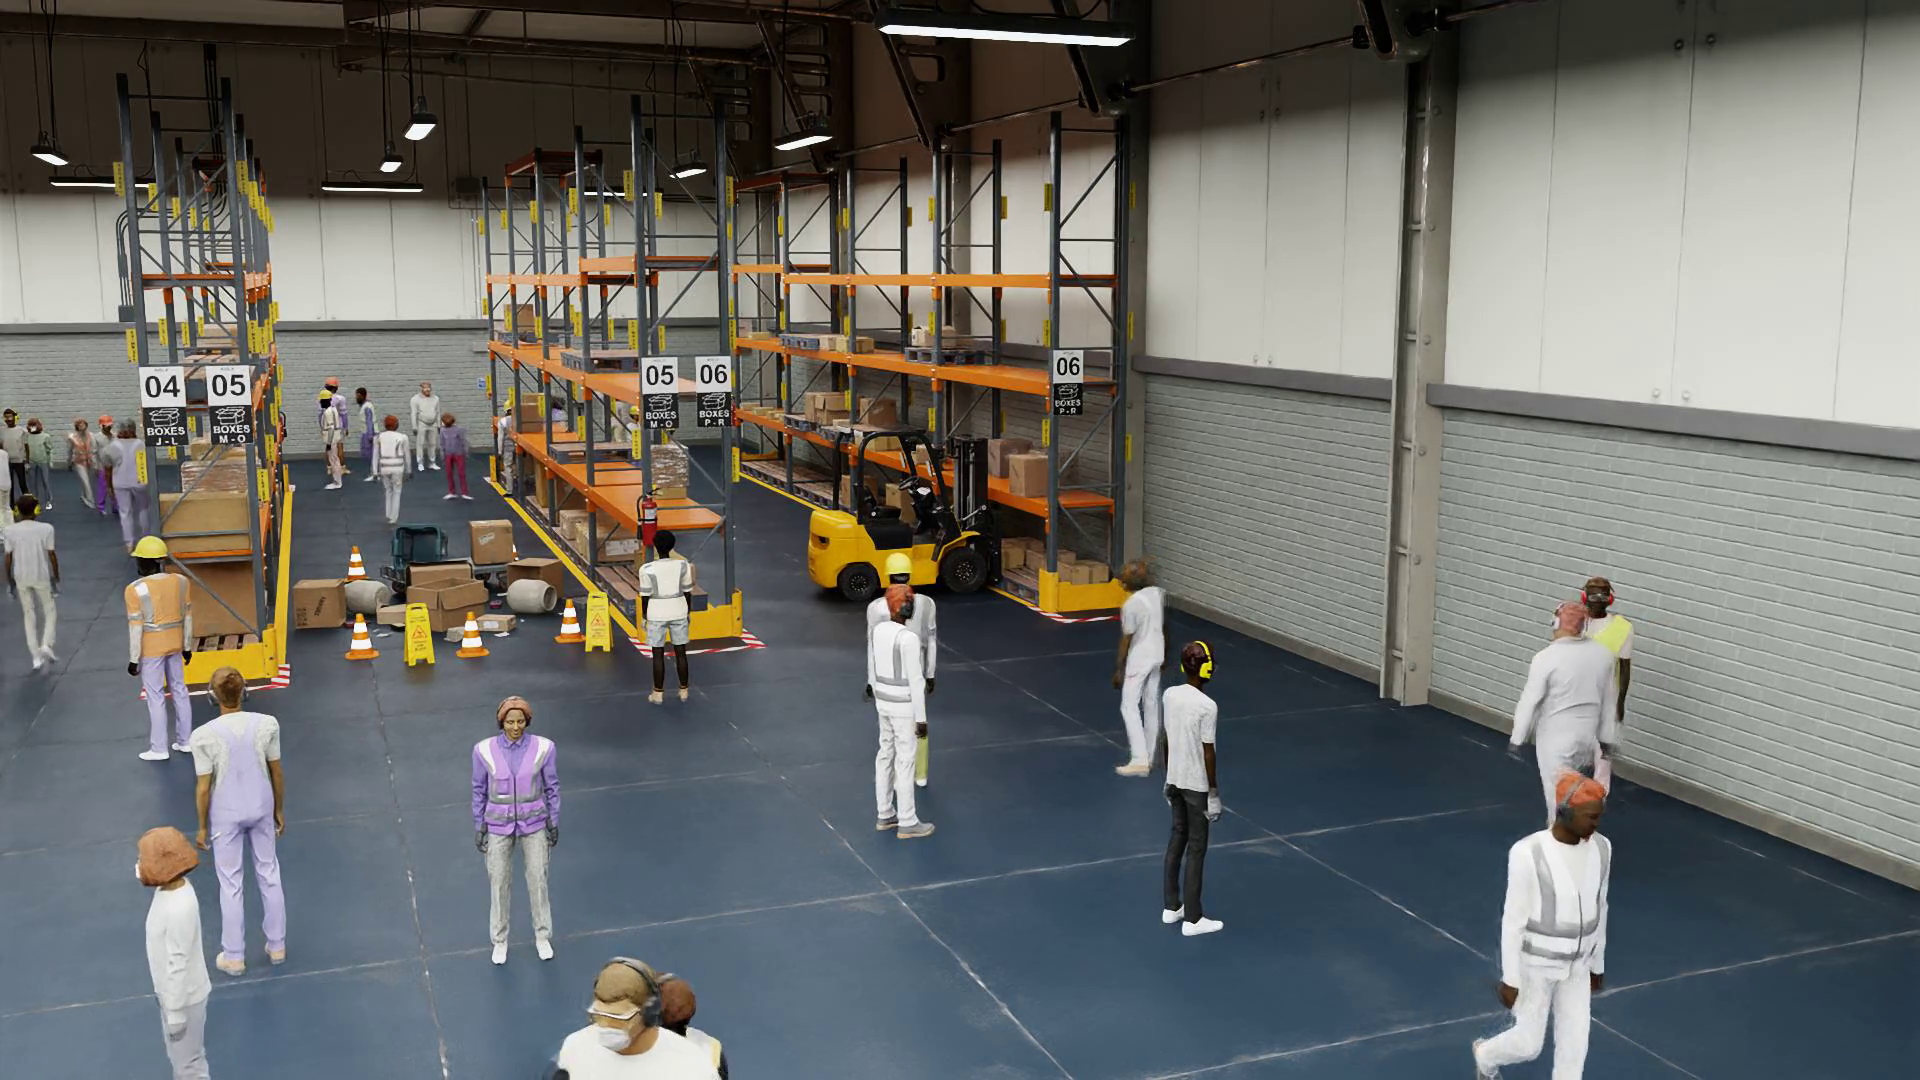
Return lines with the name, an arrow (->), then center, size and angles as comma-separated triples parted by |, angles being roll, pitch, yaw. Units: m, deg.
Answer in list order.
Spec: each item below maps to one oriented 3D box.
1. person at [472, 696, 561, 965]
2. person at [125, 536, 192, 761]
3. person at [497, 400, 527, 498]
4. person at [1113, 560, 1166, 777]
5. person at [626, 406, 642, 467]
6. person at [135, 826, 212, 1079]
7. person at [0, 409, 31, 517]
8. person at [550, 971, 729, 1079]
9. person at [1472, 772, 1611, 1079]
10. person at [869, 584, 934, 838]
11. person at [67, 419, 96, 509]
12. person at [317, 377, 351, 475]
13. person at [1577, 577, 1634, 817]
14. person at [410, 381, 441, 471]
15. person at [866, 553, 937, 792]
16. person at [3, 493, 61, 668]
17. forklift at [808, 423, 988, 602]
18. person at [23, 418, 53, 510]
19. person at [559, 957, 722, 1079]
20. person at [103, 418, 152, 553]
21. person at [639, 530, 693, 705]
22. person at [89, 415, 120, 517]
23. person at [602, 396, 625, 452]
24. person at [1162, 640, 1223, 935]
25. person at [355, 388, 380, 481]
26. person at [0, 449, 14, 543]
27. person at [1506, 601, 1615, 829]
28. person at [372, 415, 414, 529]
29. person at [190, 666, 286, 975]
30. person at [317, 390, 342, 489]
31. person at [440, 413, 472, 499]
person -> -2.664, 1.735, 10.016 | 0.514, 1.634, 0.313 | -2, 9, -14
person -> -6.833, 0.921, 14.195 | 0.361, 1.928, 0.594 | 5, 10, 28
person -> -8.332, -1.690, 30.936 | 0.586, 1.833, 0.403 | -8, 12, -41
person -> 1.507, 1.054, 13.764 | 0.647, 1.809, 0.353 | -9, 13, -44
person -> -5.921, -1.581, 30.465 | 0.325, 1.767, 0.533 | 2, 9, 15
person -> -3.611, 2.111, 7.651 | 0.297, 1.630, 0.498 | -6, 11, -33
person -> -16.204, -1.318, 28.481 | 0.513, 1.872, 0.328 | -1, 9, -9
person -> -1.115, 2.328, 5.768 | 0.653, 1.797, 0.559 | -6, 11, -32
person -> 2.753, 1.971, 7.839 | 0.593, 1.860, 0.794 | -3, 10, -21
person -> -0.441, 1.252, 12.274 | 0.366, 1.881, 0.598 | -7, 11, -38
person -> -15.633, -1.379, 29.708 | 0.548, 1.605, 0.817 | -9, 13, -44
person -> -12.956, -2.350, 34.430 | 0.606, 2.044, 0.373 | 1, 9, 3
person -> 4.852, 1.186, 12.780 | 0.563, 1.850, 0.388 | 7, 12, 39
person -> -11.317, -2.421, 35.311 | 0.651, 1.904, 0.403 | -9, 13, -44
person -> -0.481, 1.057, 13.361 | 0.594, 1.922, 0.386 | -4, 10, -23
person -> -9.779, 0.429, 17.524 | 0.534, 1.853, 0.391 | -3, 10, -21
forklift -> -0.830, -0.399, 21.676 | 2.313, 2.155, 1.214 | -4, 10, -21
person -> -16.281, -1.339, 29.357 | 0.508, 1.631, 0.265 | -2, 9, -13
person -> -1.063, 2.296, 5.553 | 0.630, 1.932, 0.364 | 4, 10, 26
person -> -12.485, -0.862, 25.076 | 0.707, 2.000, 0.989 | -4, 10, -21
person -> -2.833, 0.742, 16.056 | 0.535, 1.697, 0.318 | -5, 10, -27
person -> -14.638, -1.279, 28.592 | 0.327, 1.753, 0.562 | 5, 10, 28
person -> -7.714, -2.552, 37.070 | 0.506, 1.611, 0.684 | -4, 10, -23
person -> 1.468, 1.550, 10.473 | 0.335, 1.860, 0.508 | -5, 10, -29
person -> -11.932, -2.132, 33.511 | 0.437, 1.897, 0.633 | -5, 11, -31
person -> -14.952, -0.825, 25.781 | 0.389, 1.740, 0.601 | 1, 9, 6
person -> 4.156, 1.352, 11.616 | 0.709, 1.880, 0.650 | -3, 10, -21
person -> -9.304, -1.126, 27.321 | 0.580, 1.857, 0.655 | 1, 9, 5
person -> -4.267, 1.655, 9.864 | 0.506, 1.840, 0.343 | -7, 12, -39
person -> -12.218, -1.945, 32.243 | 0.385, 1.925, 0.592 | -2, 9, -12
person -> -9.325, -1.538, 30.735 | 0.604, 1.607, 0.288 | 2, 9, 15
